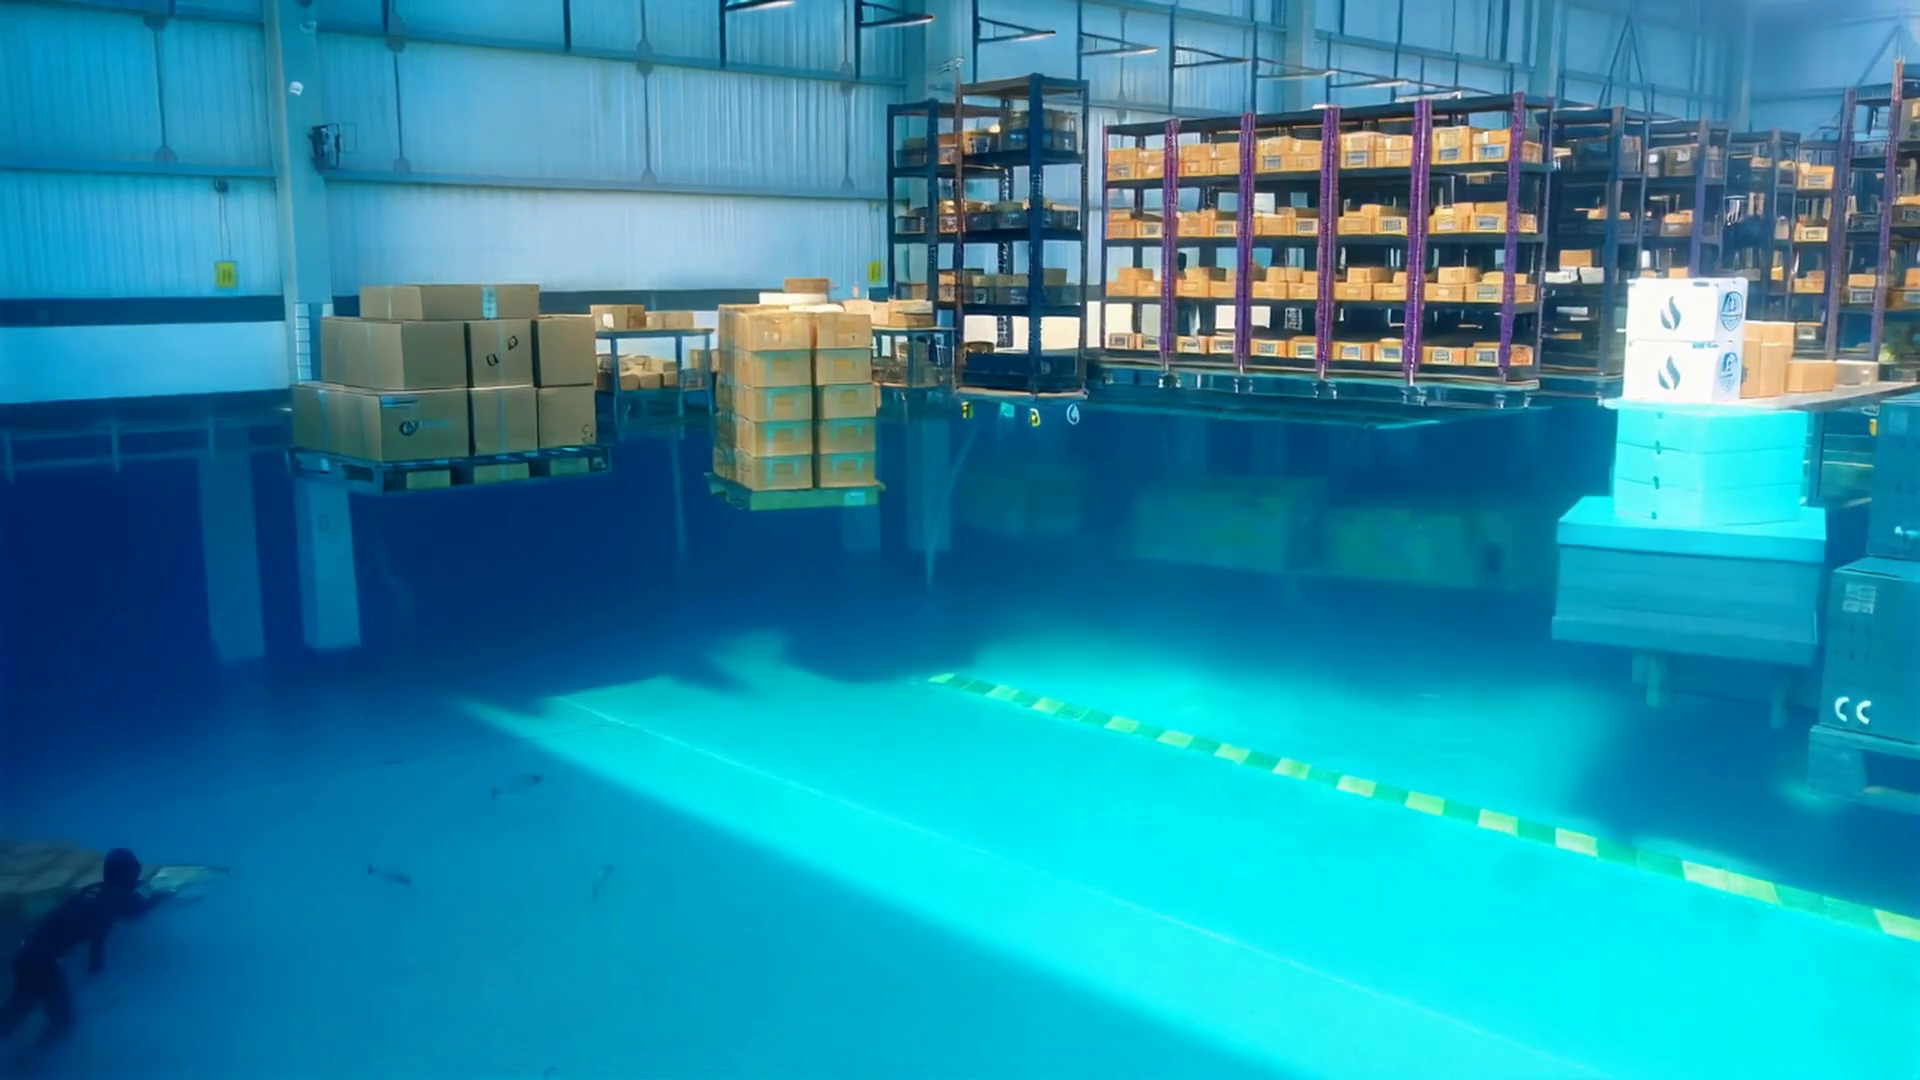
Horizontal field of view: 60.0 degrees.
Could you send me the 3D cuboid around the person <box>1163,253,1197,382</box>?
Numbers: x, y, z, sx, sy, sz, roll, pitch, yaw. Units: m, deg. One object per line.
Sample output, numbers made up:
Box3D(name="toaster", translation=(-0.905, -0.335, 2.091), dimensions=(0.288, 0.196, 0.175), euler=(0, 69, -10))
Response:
Box3D(name="person", translation=(3.173, -3.215, 24.037), dimensions=(0.566, 1.850, 0.389), euler=(7, 11, 35))
